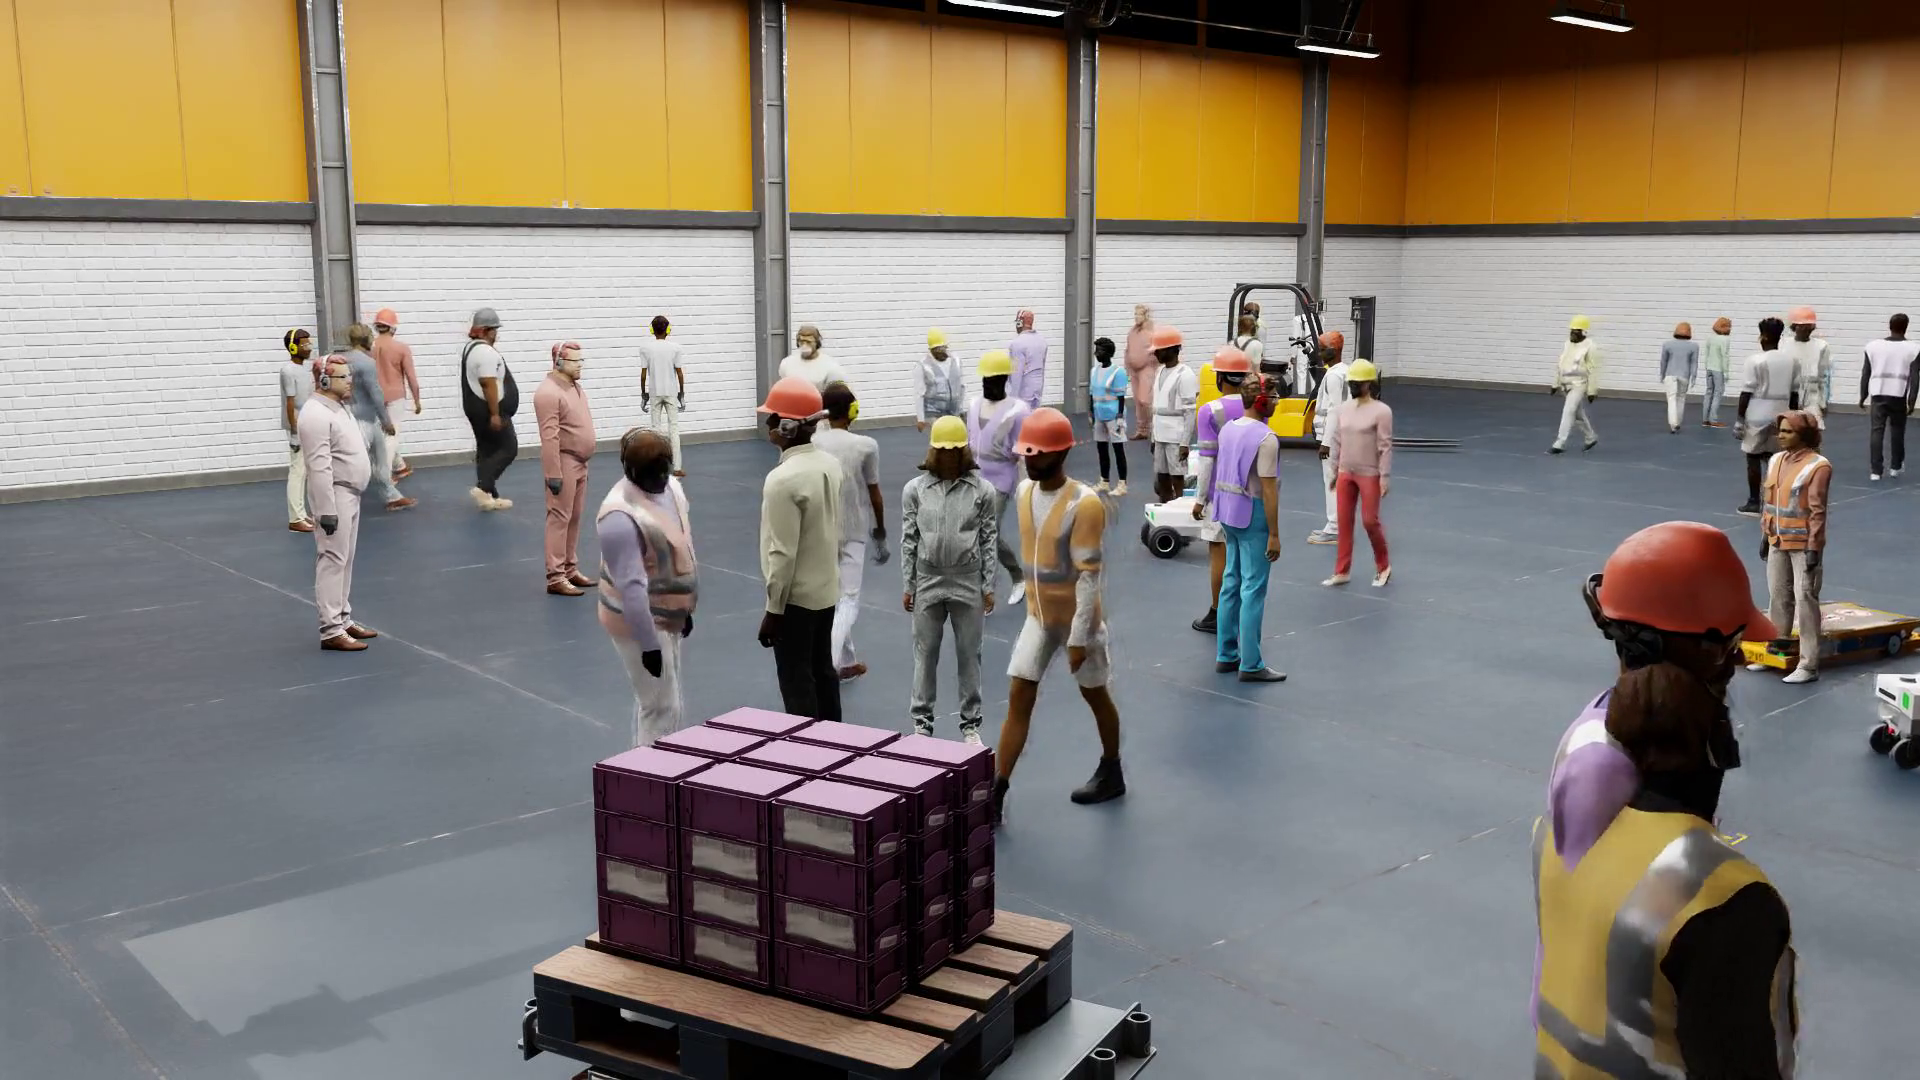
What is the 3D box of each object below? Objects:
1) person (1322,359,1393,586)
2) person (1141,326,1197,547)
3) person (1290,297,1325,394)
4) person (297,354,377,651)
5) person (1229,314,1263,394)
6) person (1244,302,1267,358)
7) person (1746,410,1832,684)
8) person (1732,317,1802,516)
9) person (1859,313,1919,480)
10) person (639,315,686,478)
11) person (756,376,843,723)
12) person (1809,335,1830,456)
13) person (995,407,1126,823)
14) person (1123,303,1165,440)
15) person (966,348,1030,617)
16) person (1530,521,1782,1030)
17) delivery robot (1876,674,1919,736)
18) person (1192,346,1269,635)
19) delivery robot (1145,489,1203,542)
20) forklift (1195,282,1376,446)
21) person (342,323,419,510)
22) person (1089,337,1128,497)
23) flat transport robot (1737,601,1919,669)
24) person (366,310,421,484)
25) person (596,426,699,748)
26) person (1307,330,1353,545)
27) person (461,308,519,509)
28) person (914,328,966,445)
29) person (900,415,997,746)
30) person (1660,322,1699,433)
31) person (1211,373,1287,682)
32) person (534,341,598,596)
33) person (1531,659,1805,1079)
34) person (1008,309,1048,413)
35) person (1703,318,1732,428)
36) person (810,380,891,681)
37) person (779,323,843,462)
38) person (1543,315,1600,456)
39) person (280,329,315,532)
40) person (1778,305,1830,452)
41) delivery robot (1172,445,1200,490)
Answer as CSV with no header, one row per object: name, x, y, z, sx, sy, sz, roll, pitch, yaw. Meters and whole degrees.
person,3.074,-0.504,12.751,0.414,1.777,0.536,-8,12,-38
person,1.811,-0.893,14.491,0.371,1.927,0.552,-5,11,-25
person,5.681,-3.045,27.230,0.578,1.883,0.353,-3,10,-17
person,-4.016,-0.245,10.768,0.408,1.906,0.654,-2,10,-9
person,3.517,-1.849,20.382,0.515,1.835,0.397,9,14,44
person,4.365,-2.647,25.022,0.429,1.843,0.630,-2,10,-12
person,4.981,0.036,9.944,0.317,1.630,0.511,-2,10,-11
person,7.828,-1.185,16.145,0.610,1.954,0.452,-3,10,-15
person,10.644,-1.644,19.041,0.616,1.875,0.948,7,12,34
person,-3.392,-1.628,18.998,0.514,1.864,0.329,-1,10,-4
person,-0.735,0.253,7.586,0.375,1.997,0.609,3,10,19
person,10.084,-1.643,19.800,0.531,1.613,0.554,8,13,39
person,0.404,0.339,7.435,1.039,1.868,0.557,-8,13,-41
person,2.498,-2.296,22.837,0.416,1.892,0.662,-6,12,-33
person,0.266,-0.411,11.763,0.863,1.899,0.605,-7,12,-37
person,1.327,0.969,3.258,0.388,2.041,0.615,5,11,29
delivery robot,4.986,0.805,8.298,0.707,0.478,0.477,1,10,5
person,1.795,-0.330,11.176,0.542,1.938,0.357,-5,11,-27
delivery robot,1.941,-0.193,14.137,0.707,0.478,0.477,0,10,-2
forklift,4.328,-2.346,22.227,2.313,2.155,1.214,3,10,16
person,-5.875,-1.178,16.299,1.023,1.897,0.634,-7,12,-34
person,1.568,-1.300,17.589,0.327,1.686,0.537,-7,12,-36
flat transport robot,5.479,0.593,10.642,1.431,0.197,0.652,-5,11,-27
person,-6.378,-1.609,18.668,0.636,1.940,1.001,2,10,12
person,-1.358,0.378,7.421,0.484,1.805,0.660,1,10,5
person,3.277,-0.899,14.653,0.355,1.887,0.574,4,10,21
person,-4.664,-1.301,16.554,0.536,2.000,0.702,-6,11,-31
person,-0.222,-1.363,17.675,0.638,1.787,0.627,-5,11,-29
person,-0.057,0.237,8.428,0.491,1.742,0.300,0,10,0
person,10.349,-2.341,23.957,0.498,1.598,0.838,3,10,19
person,1.717,-0.075,9.950,0.372,1.843,0.570,-4,10,-21
person,-2.940,-0.544,12.525,0.402,1.904,0.651,1,10,6
person,1.290,1.140,2.983,0.430,1.805,0.812,-1,10,-5
person,0.762,-1.766,19.672,0.403,1.906,0.652,7,12,34
person,11.260,-2.483,24.711,0.302,1.622,0.546,-1,10,-6
person,-0.715,0.002,9.592,0.506,1.824,0.928,4,10,21
person,-1.362,-0.990,15.048,0.661,1.928,0.422,4,10,21
person,7.889,-1.980,21.245,0.902,1.798,0.583,-2,10,-14
person,-6.081,-1.005,15.348,0.329,1.863,0.513,-2,10,-9
person,8.879,-1.467,17.577,0.636,2.019,0.429,0,10,2
delivery robot,2.465,-0.758,17.446,0.707,0.478,0.477,-8,12,-37
